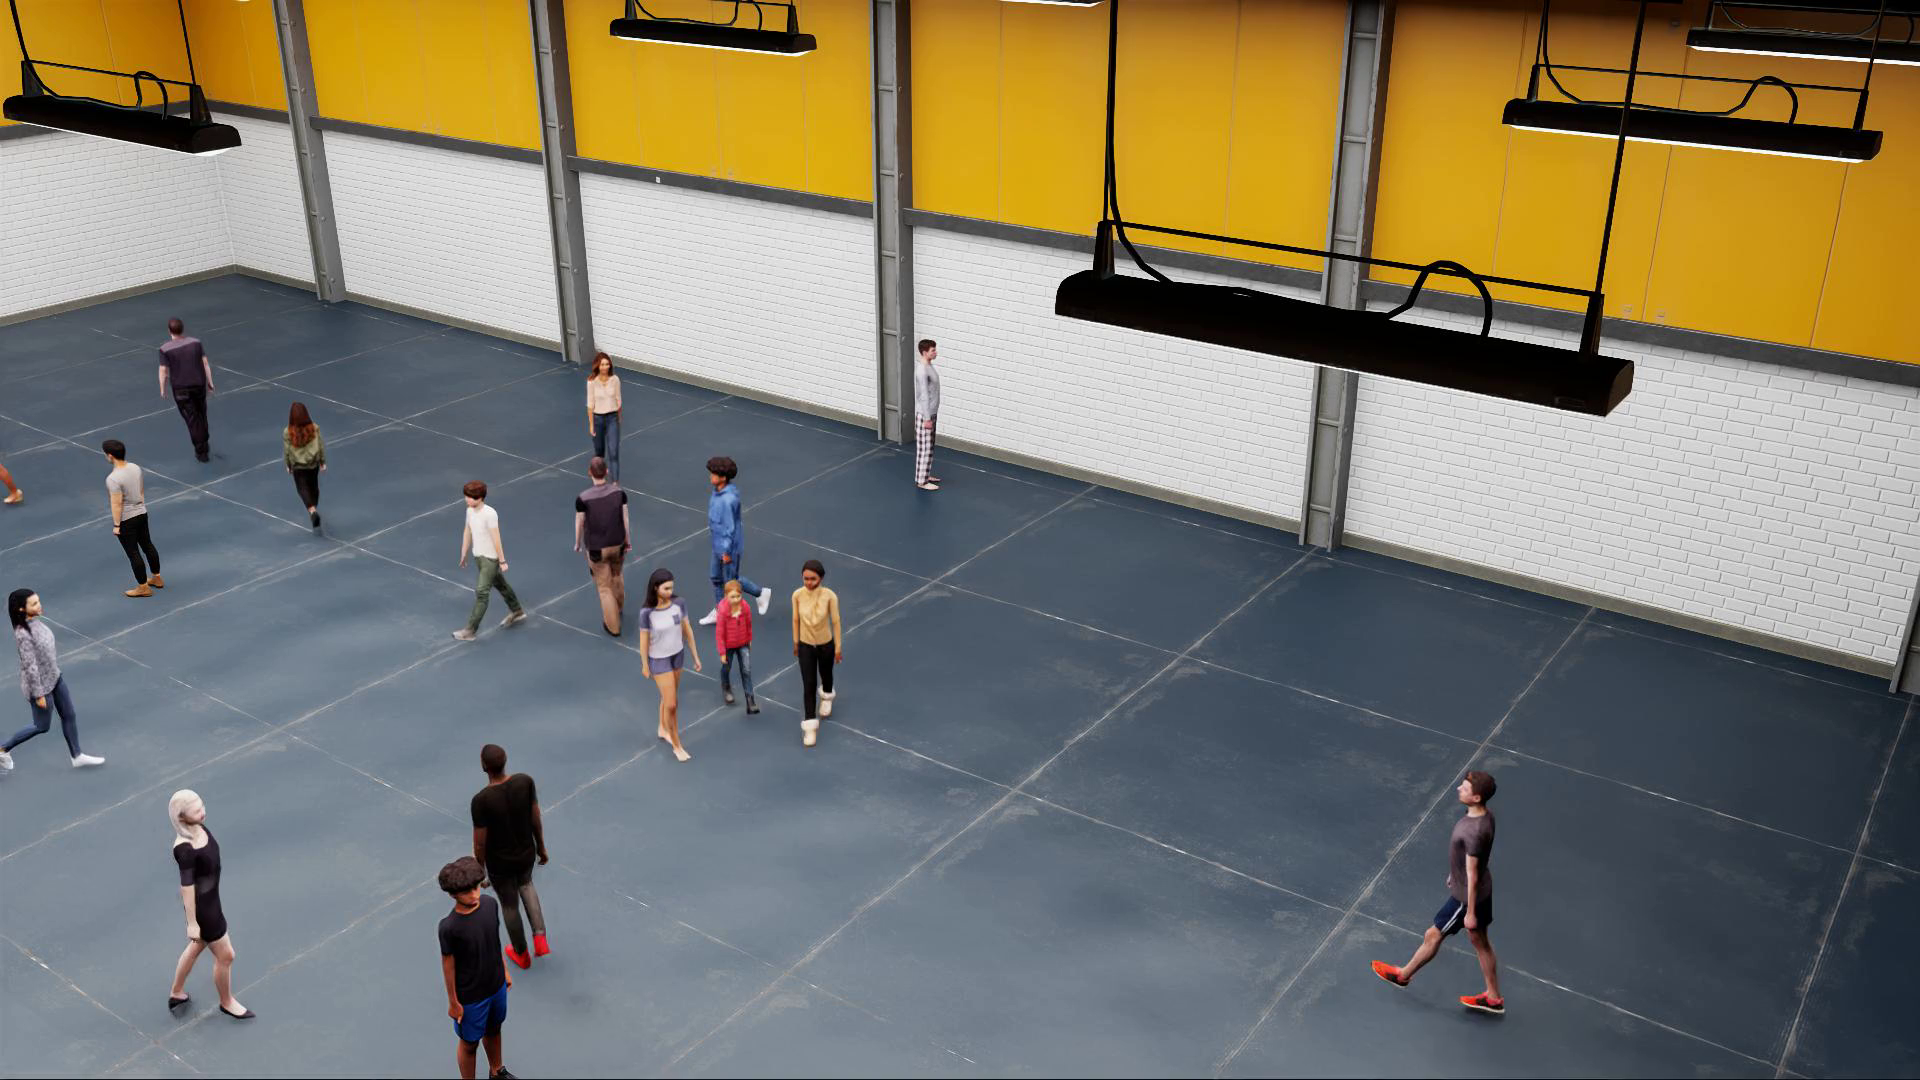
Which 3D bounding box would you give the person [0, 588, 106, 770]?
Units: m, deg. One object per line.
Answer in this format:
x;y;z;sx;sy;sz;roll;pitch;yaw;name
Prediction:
-7.815;1.215;13.993;1.095;1.707;1.061;-6;24;-13;person

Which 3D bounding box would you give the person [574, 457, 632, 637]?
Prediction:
-3.479;0.091;16.430;0.878;1.815;1.046;-15;28;-31;person

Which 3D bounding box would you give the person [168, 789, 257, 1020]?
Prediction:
-5.083;2.448;11.054;0.940;1.803;0.890;-9;25;-20;person

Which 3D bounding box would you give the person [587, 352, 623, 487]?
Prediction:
-4.284;-1.424;19.964;0.978;1.760;1.127;-8;25;-17;person

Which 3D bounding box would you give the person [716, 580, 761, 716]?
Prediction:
-2.085;0.946;15.144;0.807;1.279;0.987;-11;26;-23;person

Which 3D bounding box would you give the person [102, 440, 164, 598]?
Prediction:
-8.635;-0.243;17.322;0.644;1.713;0.672;6;24;13;person

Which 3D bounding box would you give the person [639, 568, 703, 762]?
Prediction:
-2.593;1.014;14.451;0.887;1.709;0.697;22;32;40;person

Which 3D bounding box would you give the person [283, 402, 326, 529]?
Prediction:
-7.473;-0.840;19.009;0.803;1.455;1.006;-14;27;-29;person

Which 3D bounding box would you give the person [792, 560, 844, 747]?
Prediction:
-1.252;0.918;14.781;1.116;1.620;1.046;2;24;4;person

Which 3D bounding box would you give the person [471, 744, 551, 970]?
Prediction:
-3.070;2.238;11.541;0.750;1.796;0.793;-19;30;-37;person

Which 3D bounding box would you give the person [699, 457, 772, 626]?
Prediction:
-2.264;0.022;16.615;1.002;1.793;1.030;-11;26;-24;person

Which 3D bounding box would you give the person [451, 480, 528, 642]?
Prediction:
-4.622;0.173;16.501;1.062;1.608;0.718;19;30;36;person

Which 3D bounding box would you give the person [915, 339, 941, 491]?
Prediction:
-0.408;-1.539;20.120;0.694;1.847;0.702;3;24;7;person

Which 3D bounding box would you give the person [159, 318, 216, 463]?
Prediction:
-9.649;-1.864;20.889;0.887;1.826;1.041;-20;30;-37;person

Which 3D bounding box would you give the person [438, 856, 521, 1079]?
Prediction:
-3.015;2.751;10.369;0.526;1.796;0.603;16;28;32;person

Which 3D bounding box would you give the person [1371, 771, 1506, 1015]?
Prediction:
3.495;2.401;11.150;1.186;1.812;0.800;11;26;23;person
